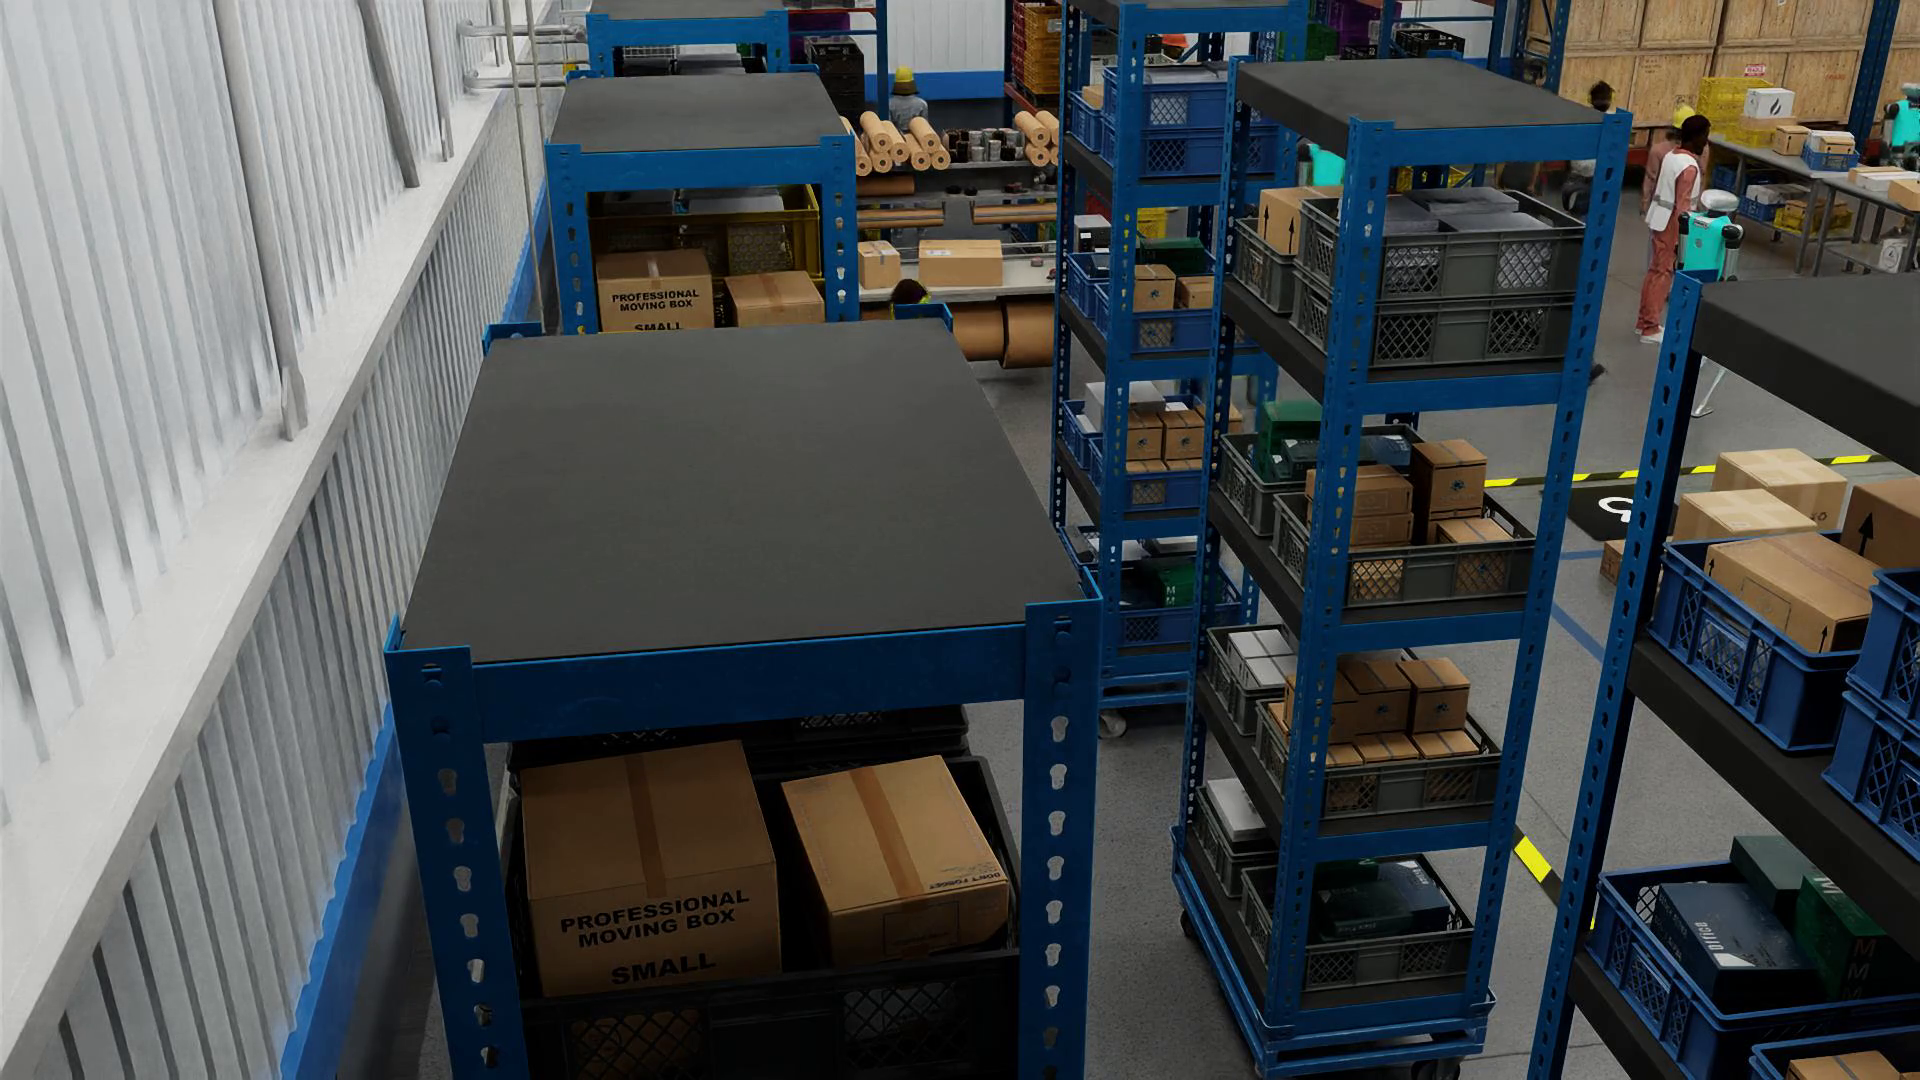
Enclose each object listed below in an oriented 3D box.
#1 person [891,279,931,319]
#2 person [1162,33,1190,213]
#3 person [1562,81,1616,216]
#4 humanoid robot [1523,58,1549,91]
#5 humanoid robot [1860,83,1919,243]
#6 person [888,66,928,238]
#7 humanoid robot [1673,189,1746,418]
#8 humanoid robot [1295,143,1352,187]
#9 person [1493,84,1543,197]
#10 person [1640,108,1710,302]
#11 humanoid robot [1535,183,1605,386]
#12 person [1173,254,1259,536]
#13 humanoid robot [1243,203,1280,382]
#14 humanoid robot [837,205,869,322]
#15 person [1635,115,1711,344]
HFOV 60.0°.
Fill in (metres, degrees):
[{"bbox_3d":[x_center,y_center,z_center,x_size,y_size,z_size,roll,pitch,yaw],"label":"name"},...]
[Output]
[{"bbox_3d":[-0.313,-0.589,9.714,0.441,1.829,0.643,-9,26,-18],"label":"person"},{"bbox_3d":[2.235,-4.512,18.016,0.433,2.030,0.615,20,31,37],"label":"person"},{"bbox_3d":[6.062,-3.482,16.020,0.504,1.833,0.650,-5,25,-11],"label":"person"},{"bbox_3d":[6.172,-4.485,18.373,0.419,1.644,0.610,-1,25,-3],"label":"humanoid robot"},{"bbox_3d":[9.290,-3.521,16.217,0.542,1.744,1.017,-7,26,-15],"label":"humanoid robot"},{"bbox_3d":[-0.571,-4.022,17.278,0.486,1.740,0.309,-5,25,-11],"label":"person"},{"bbox_3d":[5.558,-1.740,12.162,0.735,1.677,0.533,-11,27,-23],"label":"humanoid robot"},{"bbox_3d":[3.108,-2.630,14.315,0.536,1.810,0.816,6,25,12],"label":"humanoid robot"},{"bbox_3d":[5.351,-3.429,15.907,0.547,1.802,0.686,-11,27,-23],"label":"person"},{"bbox_3d":[6.480,-3.036,15.129,0.551,1.729,0.797,6,25,12],"label":"person"},{"bbox_3d":[4.748,-1.951,12.920,0.730,1.649,0.589,-6,25,-14],"label":"humanoid robot"},{"bbox_3d":[1.594,-0.904,10.388,0.592,1.837,0.438,-2,25,-4],"label":"person"},{"bbox_3d":[2.417,-2.078,13.113,0.599,1.657,0.315,16,29,31],"label":"humanoid robot"},{"bbox_3d":[-0.874,-2.312,13.638,0.475,1.640,0.591,-18,30,-33],"label":"humanoid robot"},{"bbox_3d":[5.986,-2.611,14.013,0.399,1.911,0.585,3,25,7],"label":"person"}]
